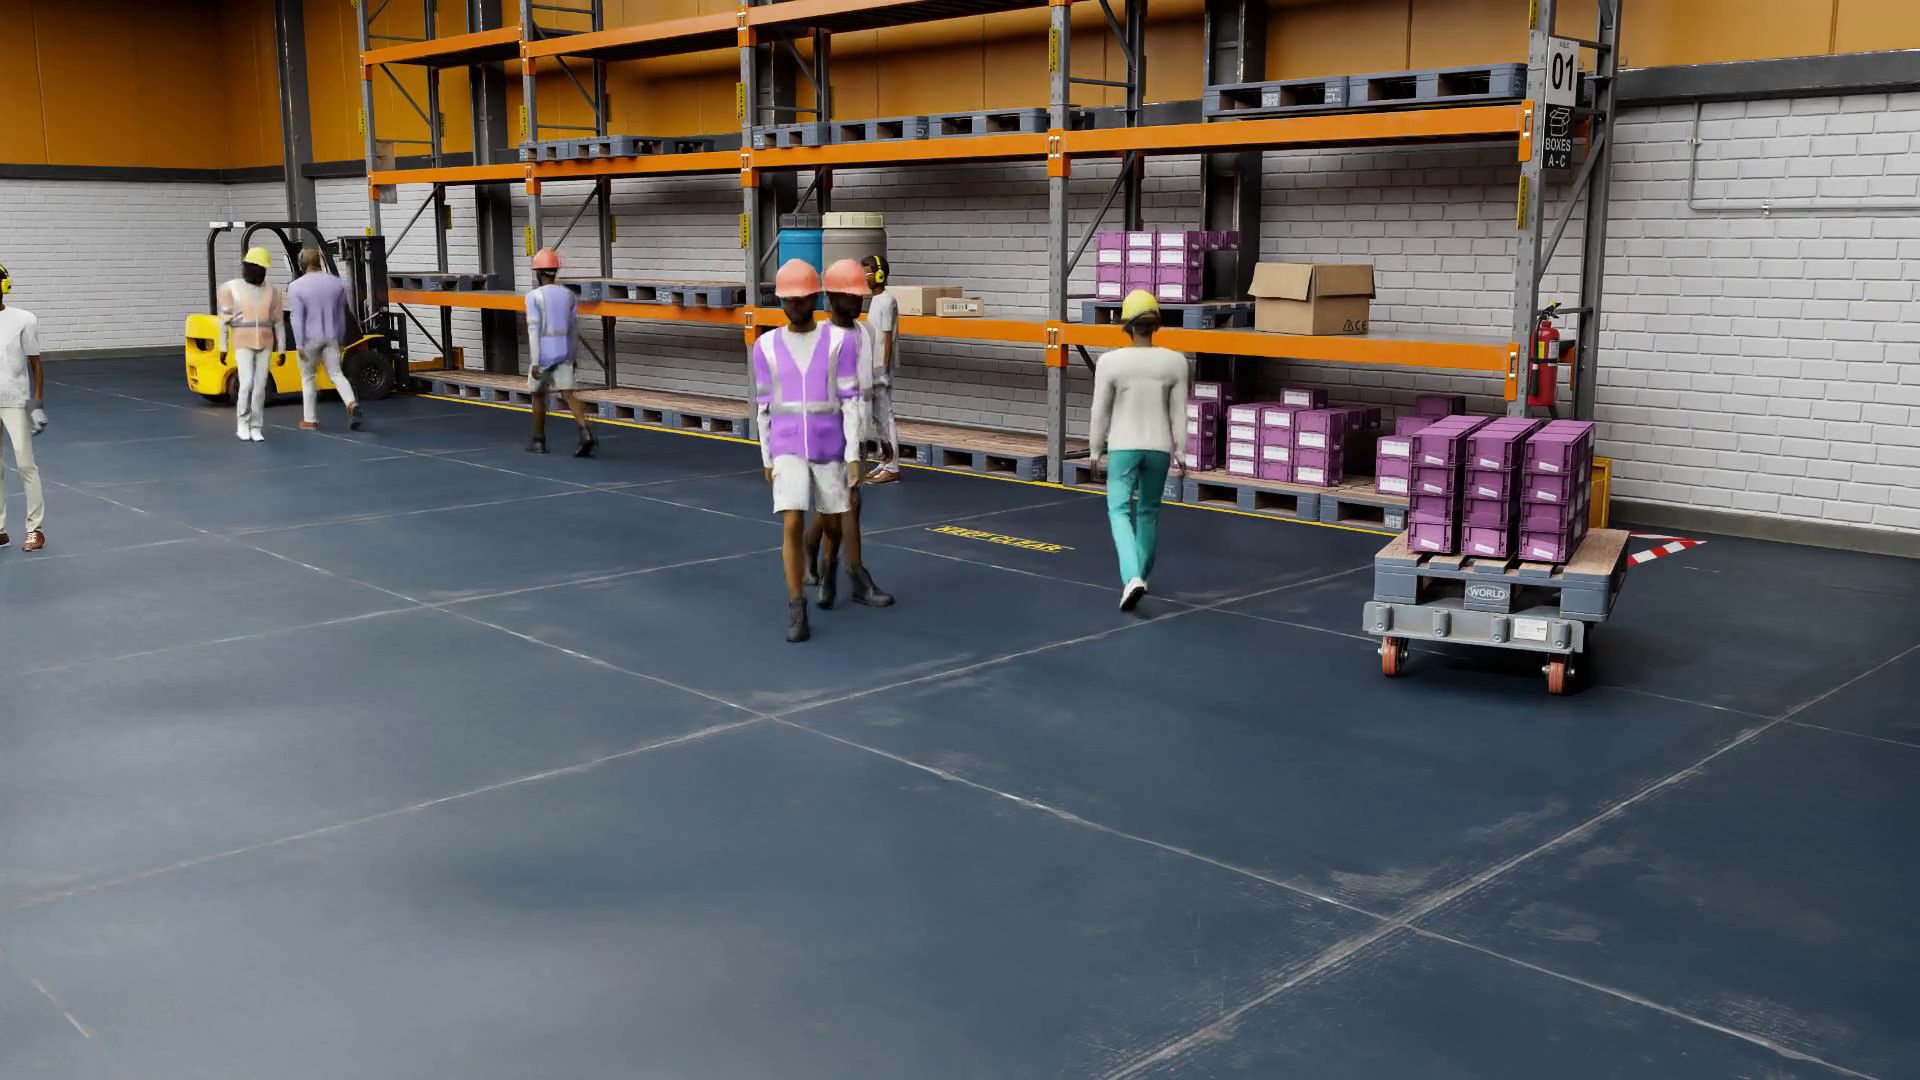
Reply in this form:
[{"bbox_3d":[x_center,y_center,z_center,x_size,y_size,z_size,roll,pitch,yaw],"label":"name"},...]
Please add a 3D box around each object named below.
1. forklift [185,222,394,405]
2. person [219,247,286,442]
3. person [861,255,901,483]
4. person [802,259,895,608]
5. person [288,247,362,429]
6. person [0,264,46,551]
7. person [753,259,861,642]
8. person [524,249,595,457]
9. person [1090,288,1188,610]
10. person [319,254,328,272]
[{"bbox_3d":[-8.169,-2.758,20.163,2.313,2.155,1.214,-10,14,-44],"label":"forklift"},{"bbox_3d":[-6.916,-1.905,16.301,0.628,1.900,0.442,-9,14,-40],"label":"person"},{"bbox_3d":[-0.657,-1.394,13.645,0.328,1.862,0.515,-2,11,-13],"label":"person"},{"bbox_3d":[-0.691,-0.616,9.309,0.939,1.903,0.557,10,14,42],"label":"person"},{"bbox_3d":[-6.585,-2.068,17.195,0.844,1.913,0.637,9,14,40],"label":"person"},{"bbox_3d":[-6.134,-0.852,10.651,0.517,1.874,0.328,-1,10,-4],"label":"person"},{"bbox_3d":[-0.777,-0.489,8.569,0.545,1.915,0.859,0,10,-1],"label":"person"},{"bbox_3d":[-3.693,-1.702,15.224,0.939,1.903,0.556,10,14,42],"label":"person"},{"bbox_3d":[0.984,-0.502,9.104,0.536,1.742,0.775,-2,11,-9],"label":"person"},{"bbox_3d":[-8.978,-3.131,23.385,0.522,1.763,0.319,3,11,18],"label":"person"}]
